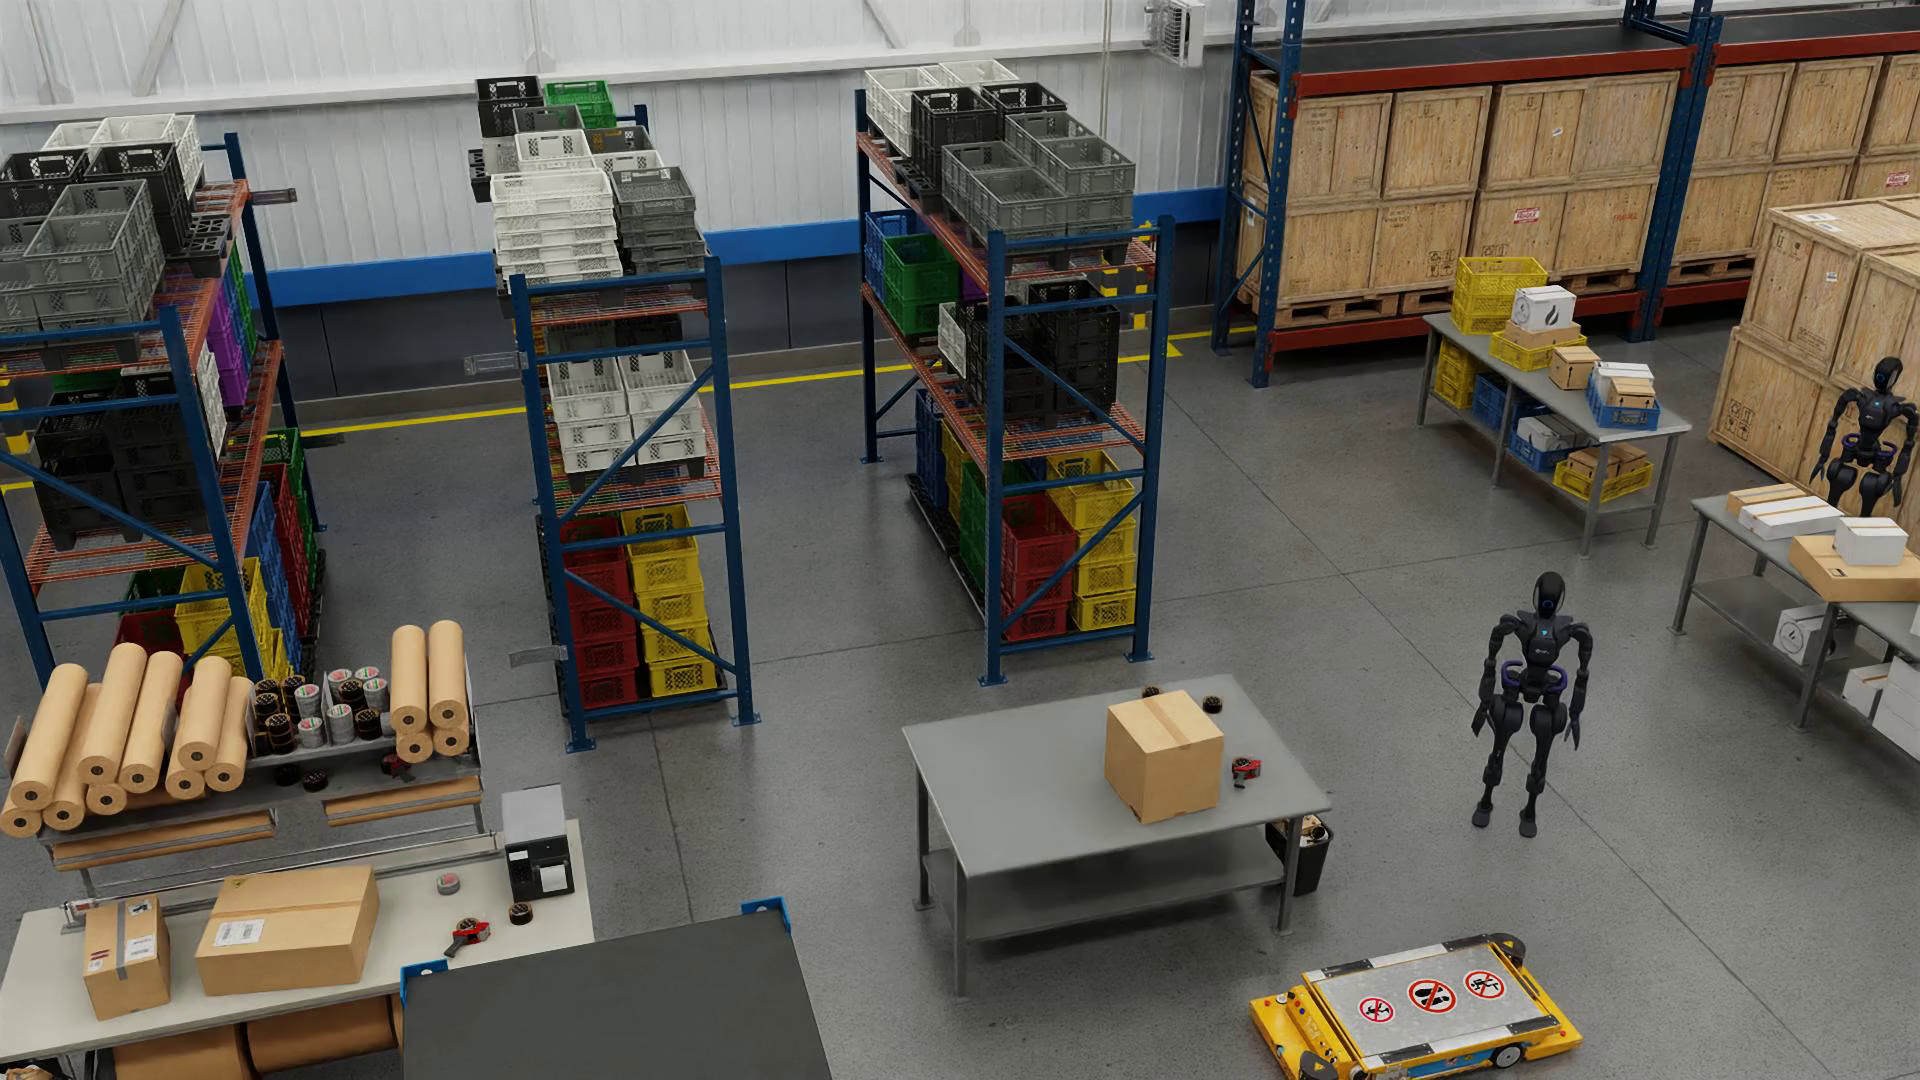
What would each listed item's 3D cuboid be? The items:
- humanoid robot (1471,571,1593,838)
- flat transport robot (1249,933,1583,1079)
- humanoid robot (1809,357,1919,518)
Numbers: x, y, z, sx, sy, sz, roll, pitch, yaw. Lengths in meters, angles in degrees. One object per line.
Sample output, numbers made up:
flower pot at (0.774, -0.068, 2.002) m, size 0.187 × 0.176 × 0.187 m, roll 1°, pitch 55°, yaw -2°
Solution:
humanoid robot at (3.107, 0.900, 9.061) m, size 0.568 × 1.651 × 0.342 m, roll 7°, pitch 30°, yaw 13°
flat transport robot at (2.184, 2.282, 7.980) m, size 1.431 × 0.197 × 0.652 m, roll -8°, pitch 30°, yaw -14°
humanoid robot at (6.292, -0.503, 11.601) m, size 0.612 × 1.657 × 0.317 m, roll 23°, pitch 36°, yaw 36°
